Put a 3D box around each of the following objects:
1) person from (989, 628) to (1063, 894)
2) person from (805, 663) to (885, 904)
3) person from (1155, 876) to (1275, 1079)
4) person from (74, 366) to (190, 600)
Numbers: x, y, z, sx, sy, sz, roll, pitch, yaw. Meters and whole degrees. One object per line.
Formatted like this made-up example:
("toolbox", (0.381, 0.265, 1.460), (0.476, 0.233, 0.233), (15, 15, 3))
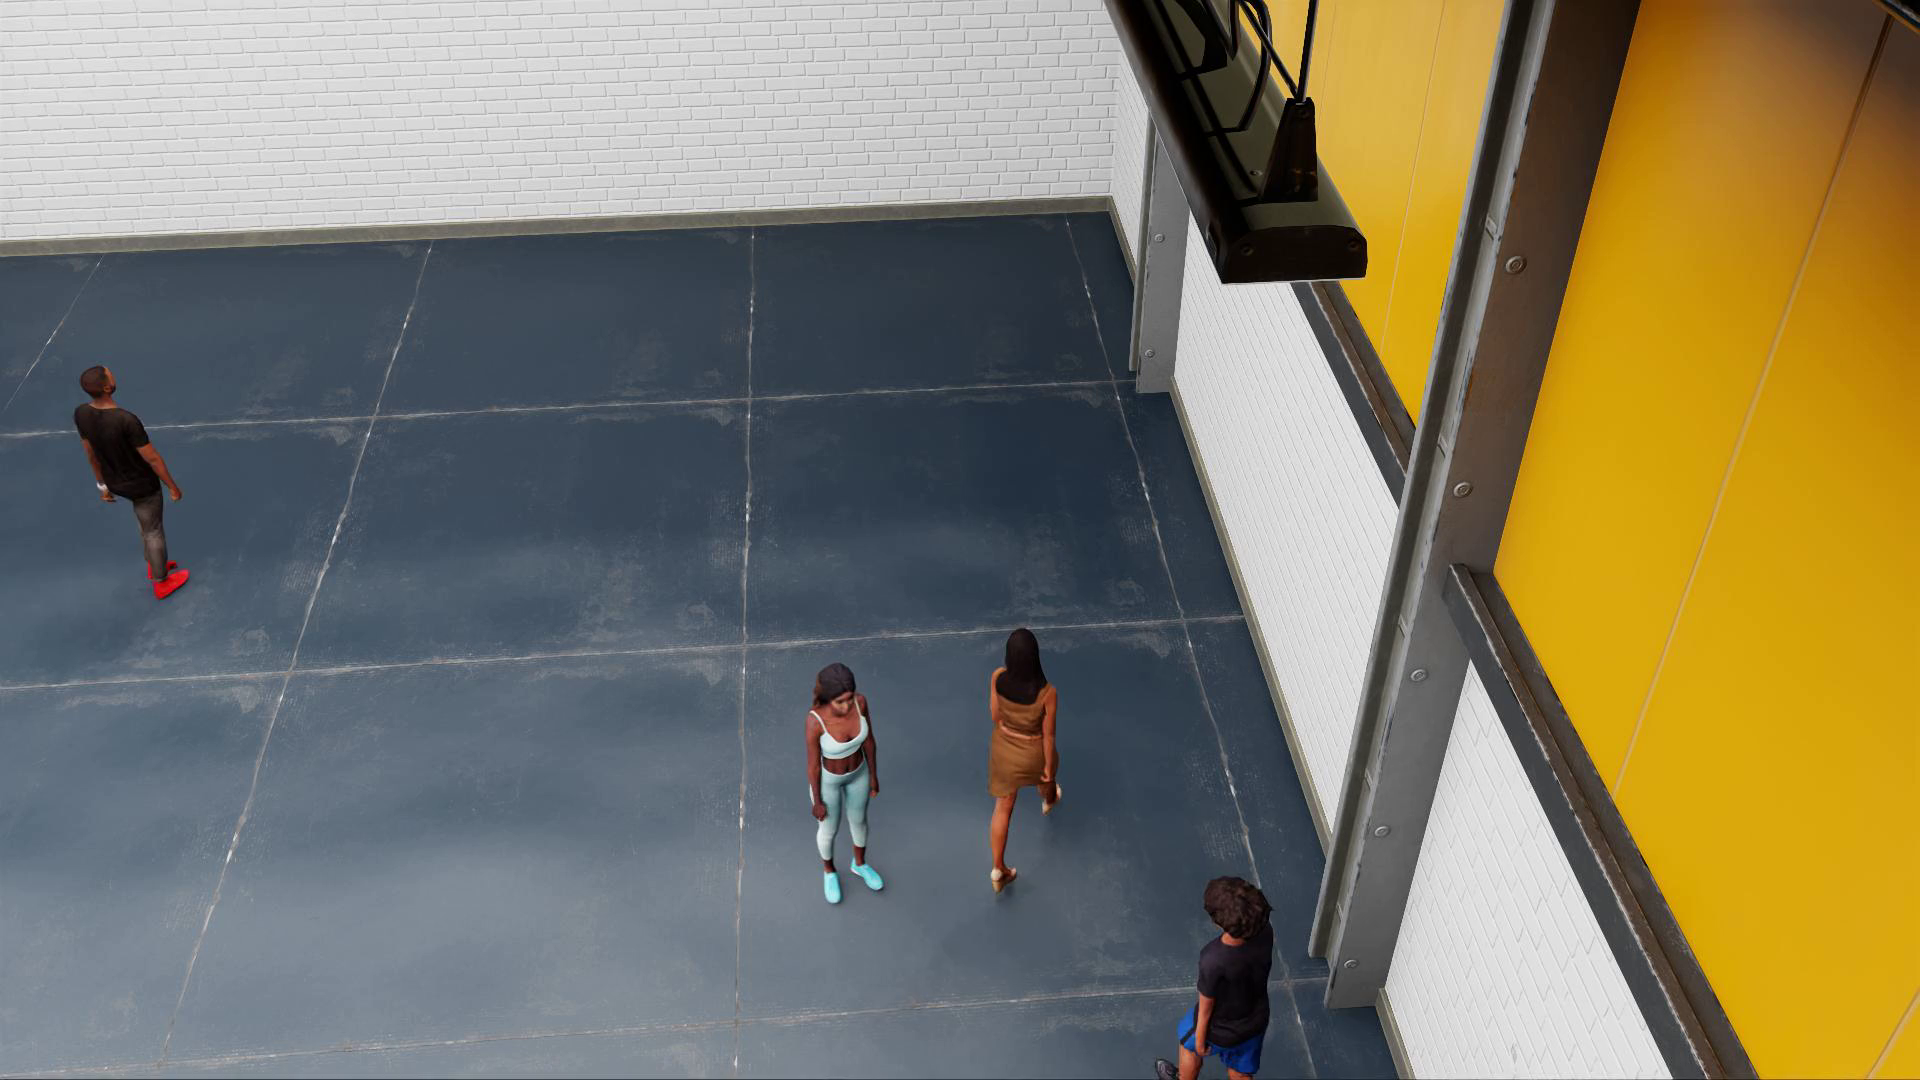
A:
("person", (0.299, 1.262, 9.232), (0.942, 1.625, 1.165), (18, 42, 21))
("person", (-0.652, 1.308, 9.096), (0.645, 1.725, 0.661), (-21, 43, -24))
("person", (1.323, 2.298, 7.818), (0.791, 1.772, 0.926), (-16, 41, -19))
("person", (-5.579, -0.330, 11.092), (0.763, 1.793, 0.762), (10, 40, 13))
